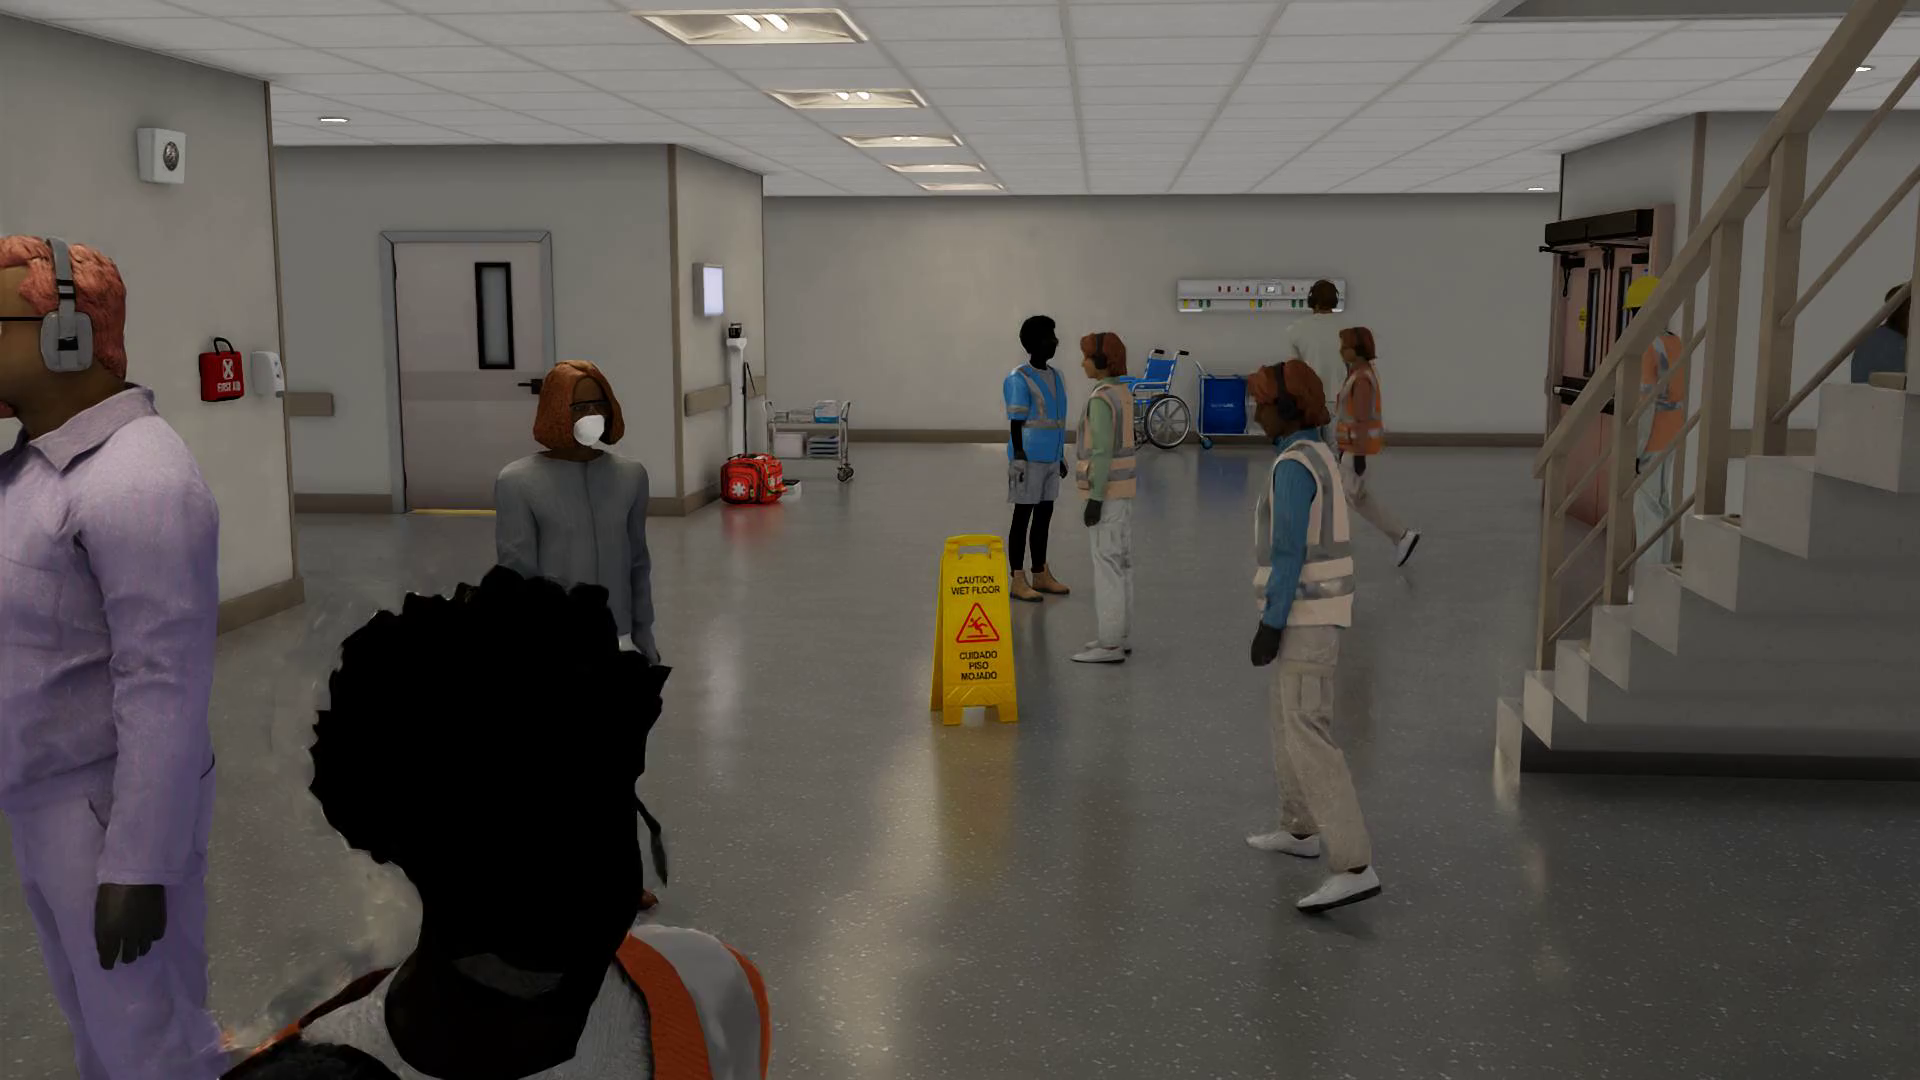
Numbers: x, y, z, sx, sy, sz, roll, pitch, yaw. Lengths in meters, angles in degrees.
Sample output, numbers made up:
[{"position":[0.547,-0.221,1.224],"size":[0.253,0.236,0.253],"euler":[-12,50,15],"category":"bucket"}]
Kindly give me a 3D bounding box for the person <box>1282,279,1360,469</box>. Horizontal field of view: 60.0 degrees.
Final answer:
[{"position":[2.801,-1.046,12.920],"size":[0.631,1.940,0.370],"euler":[0,8,0],"category":"person"}]

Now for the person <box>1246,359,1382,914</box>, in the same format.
[{"position":[1.075,0.267,5.078],"size":[0.430,1.623,0.667],"euler":[3,9,17],"category":"person"}]

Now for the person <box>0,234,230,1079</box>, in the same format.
[{"position":[-1.458,0.461,2.774],"size":[0.406,1.911,0.639],"euler":[-7,11,-40],"category":"person"}]

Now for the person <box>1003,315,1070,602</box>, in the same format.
[{"position":[0.466,-0.490,9.950],"size":[0.318,1.700,0.535],"euler":[6,10,36],"category":"person"}]

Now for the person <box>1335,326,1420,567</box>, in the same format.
[{"position":[2.653,-0.578,10.807],"size":[0.629,1.616,0.527],"euler":[2,9,14],"category":"person"}]

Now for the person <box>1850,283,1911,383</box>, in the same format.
[{"position":[5.137,-0.477,9.265],"size":[0.404,1.898,0.664],"euler":[1,8,9],"category":"person"}]

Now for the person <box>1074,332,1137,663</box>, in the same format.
[{"position":[0.723,-0.208,8.245],"size":[0.305,1.636,0.522],"euler":[3,9,17],"category":"person"}]

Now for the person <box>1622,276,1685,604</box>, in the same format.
[{"position":[4.031,-0.575,9.772],"size":[0.383,1.923,0.589],"euler":[7,11,39],"category":"person"}]

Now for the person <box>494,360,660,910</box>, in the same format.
[{"position":[-1.090,0.301,4.796],"size":[0.285,1.633,0.497],"euler":[8,12,44],"category":"person"}]

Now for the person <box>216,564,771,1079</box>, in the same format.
[{"position":[-0.274,0.832,1.121],"size":[0.909,1.640,0.529],"euler":[8,12,43],"category":"person"}]
